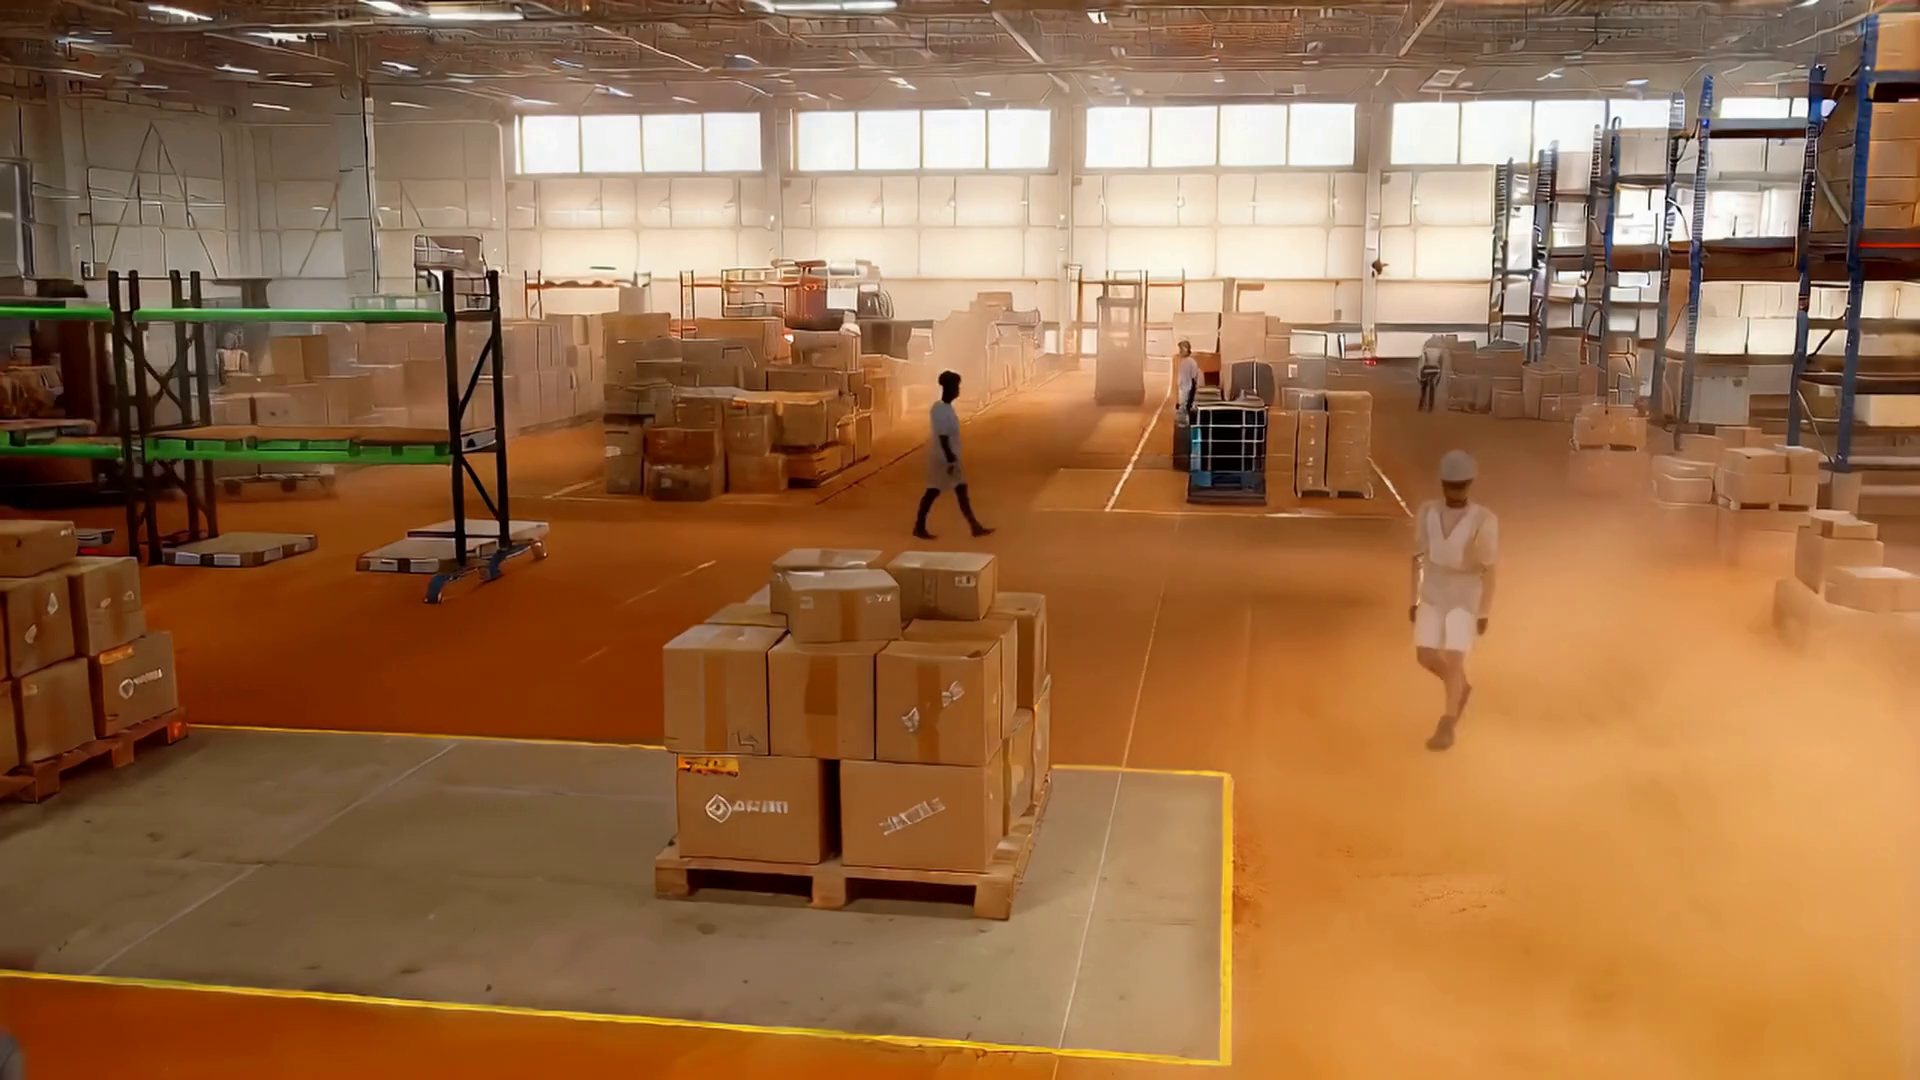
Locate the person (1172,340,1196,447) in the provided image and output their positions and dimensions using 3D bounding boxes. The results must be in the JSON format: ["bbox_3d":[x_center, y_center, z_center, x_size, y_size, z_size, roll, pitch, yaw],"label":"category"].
[{"bbox_3d":[3.834,-2.472,28.288,0.323,1.865,0.518,-3,10,-15],"label":"person"}]

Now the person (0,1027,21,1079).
[{"bbox_3d":[-2.273,1.550,3.861,0.556,1.726,0.839,4,10,21],"label":"person"}]

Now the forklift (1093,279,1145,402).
[{"bbox_3d":[3.745,-4.687,38.824,1.129,2.768,1.873,1,9,8],"label":"forklift"}]

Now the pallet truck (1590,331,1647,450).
[{"bbox_3d":[11.253,-2.573,28.499,0.823,1.965,1.885,5,10,27],"label":"pallet truck"}]

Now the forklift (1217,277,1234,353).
[{"bbox_3d":[7.762,-6.236,48.372,1.873,2.768,1.129,1,9,9],"label":"forklift"}]

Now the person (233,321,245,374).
[{"bbox_3d":[-19.974,-5.260,46.201,0.517,1.635,0.312,5,10,27],"label":"person"}]

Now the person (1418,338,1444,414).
[{"bbox_3d":[10.029,-3.500,35.452,0.524,1.585,0.885,1,9,8],"label":"person"}]

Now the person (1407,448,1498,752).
[{"bbox_3d":[3.161,0.361,10.620,0.561,1.925,0.599,8,12,42],"label":"person"}]

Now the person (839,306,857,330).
[{"bbox_3d":[-3.467,-6.245,51.363,0.631,1.931,0.366,-8,12,-41],"label":"person"}]

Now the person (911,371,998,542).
[{"bbox_3d":[-0.098,-0.909,18.495,0.969,1.918,0.614,3,10,18],"label":"person"}]

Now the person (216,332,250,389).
[{"bbox_3d":[-13.677,-2.966,31.312,0.573,1.870,0.434,-3,10,-16],"label":"person"}]

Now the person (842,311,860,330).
[{"bbox_3d":[-2.971,-5.228,45.108,0.542,1.928,0.399,-6,11,-35],"label":"person"}]

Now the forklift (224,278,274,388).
[{"bbox_3d":[-18.005,-5.350,42.912,1.873,2.768,1.129,-3,10,-17],"label":"forklift"}]

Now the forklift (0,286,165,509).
[{"bbox_3d":[-11.455,-1.889,21.565,1.873,2.768,1.129,-4,10,-25],"label":"forklift"}]

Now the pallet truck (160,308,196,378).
[{"bbox_3d":[-21.869,-5.598,47.154,0.823,1.965,1.885,4,10,26],"label":"pallet truck"}]

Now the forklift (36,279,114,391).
[{"bbox_3d":[-21.241,-4.763,39.288,1.873,2.768,1.129,1,9,9],"label":"forklift"}]
